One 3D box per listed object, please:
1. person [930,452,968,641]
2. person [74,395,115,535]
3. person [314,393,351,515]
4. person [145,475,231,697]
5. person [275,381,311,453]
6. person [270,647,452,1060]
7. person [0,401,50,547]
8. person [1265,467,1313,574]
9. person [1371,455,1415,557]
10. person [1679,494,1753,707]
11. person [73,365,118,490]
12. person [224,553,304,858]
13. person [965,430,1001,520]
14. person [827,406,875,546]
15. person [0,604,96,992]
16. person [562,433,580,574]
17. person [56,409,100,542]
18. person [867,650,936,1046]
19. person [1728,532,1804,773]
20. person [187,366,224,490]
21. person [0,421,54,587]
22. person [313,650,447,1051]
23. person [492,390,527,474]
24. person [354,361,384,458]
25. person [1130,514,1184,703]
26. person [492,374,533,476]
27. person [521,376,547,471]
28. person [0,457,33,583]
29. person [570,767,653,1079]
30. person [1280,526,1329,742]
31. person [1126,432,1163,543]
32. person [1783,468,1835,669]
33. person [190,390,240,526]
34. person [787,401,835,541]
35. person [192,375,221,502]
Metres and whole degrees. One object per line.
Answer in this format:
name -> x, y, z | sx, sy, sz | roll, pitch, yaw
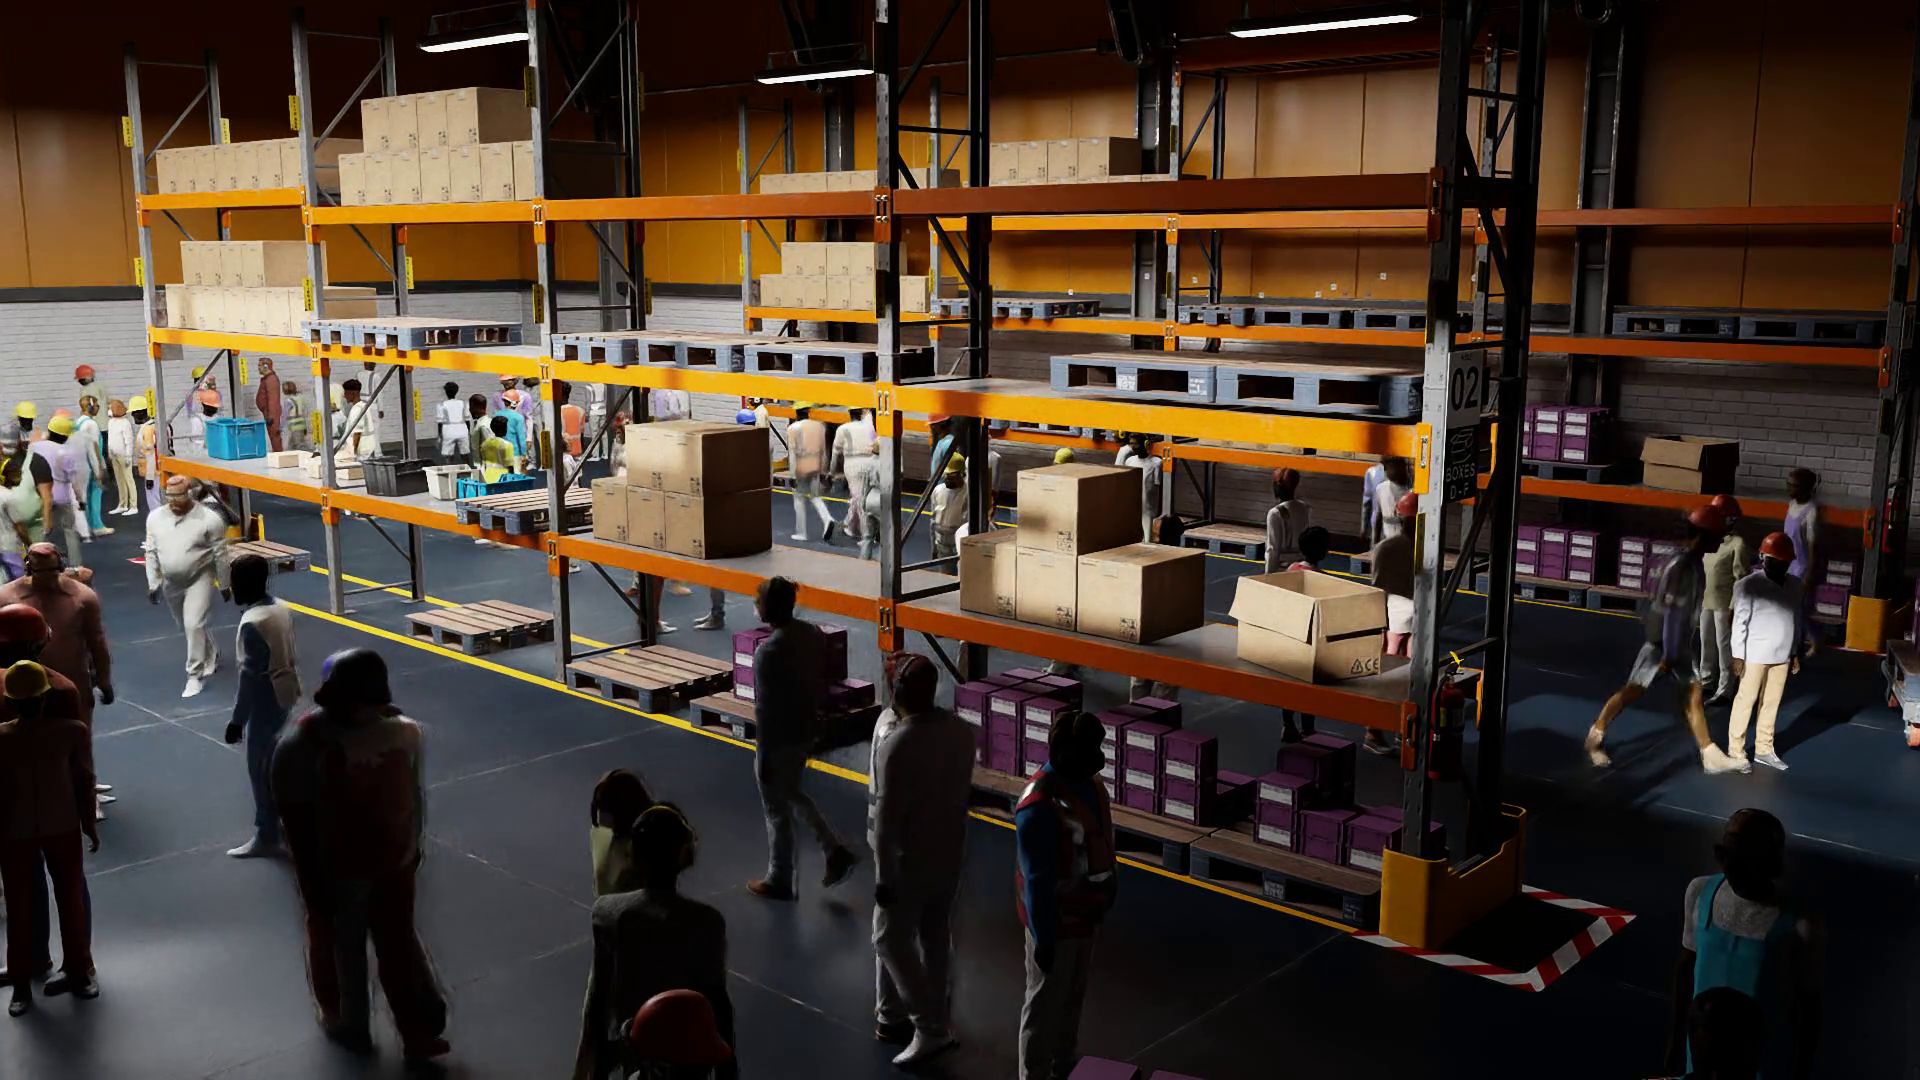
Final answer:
person -> -0.041, 0.061, 15.978 | 0.586, 1.824, 0.404 | 6, 12, 29
person -> -11.383, -0.978, 21.799 | 0.503, 1.839, 0.344 | 8, 13, 40
person -> -8.824, -1.207, 23.366 | 0.487, 1.740, 0.313 | -7, 12, -36
person -> -6.608, 0.342, 14.308 | 0.638, 1.871, 0.939 | 0, 10, 1
person -> -10.843, -1.787, 27.064 | 0.845, 1.586, 0.513 | -1, 10, -7
person -> -2.774, 1.414, 7.694 | 0.991, 2.000, 0.704 | 10, 14, 43
person -> -11.422, -0.757, 20.373 | 0.632, 1.906, 0.599 | -7, 12, -33
person -> 2.807, 0.303, 14.420 | 0.355, 1.884, 0.575 | 9, 13, 41
person -> 4.292, 0.066, 15.986 | 0.643, 1.810, 0.427 | 8, 13, 37
person -> 6.250, 0.491, 13.727 | 0.326, 1.752, 0.559 | -2, 10, -10
person -> -13.419, -1.761, 25.922 | 0.393, 1.956, 0.875 | 0, 10, 2
person -> -4.322, 1.021, 10.285 | 0.474, 1.912, 0.618 | -2, 10, -12
person -> 0.228, -0.453, 19.063 | 0.331, 1.750, 0.573 | 8, 13, 39
person -> -1.305, -0.879, 21.154 | 0.600, 1.868, 0.988 | -6, 12, -29
person -> -4.712, 1.300, 8.462 | 0.611, 1.997, 0.375 | 3, 11, 18
person -> -4.562, -0.428, 19.246 | 0.305, 1.640, 0.522 | -3, 11, -18
person -> -11.408, -0.834, 21.366 | 0.896, 1.702, 0.576 | 9, 13, 40
person -> -0.273, 1.449, 7.940 | 0.337, 1.882, 0.585 | 0, 10, -1
person -> 5.814, 0.804, 11.956 | 0.572, 1.749, 0.341 | -3, 10, -16
person -> -11.716, -1.731, 25.825 | 0.395, 1.920, 0.588 | 6, 12, 31
person -> -9.819, -0.298, 17.373 | 0.701, 2.000, 0.967 | -3, 11, -18
person -> -2.708, 1.468, 7.716 | 0.620, 1.924, 0.640 | 8, 13, 37
person -> -6.413, -1.283, 23.798 | 0.578, 1.737, 0.355 | 5, 11, 28
person -> -10.362, -2.315, 29.217 | 0.574, 1.886, 0.358 | 5, 11, 24
person -> 1.484, 0.717, 12.253 | 0.429, 1.830, 0.630 | -10, 14, -43
person -> -6.527, -1.510, 24.222 | 0.614, 2.043, 0.373 | 1, 10, 8
person -> -7.206, -2.027, 28.039 | 0.491, 1.732, 0.321 | 3, 11, 19
person -> -8.951, 0.110, 15.708 | 0.612, 1.825, 0.374 | 8, 13, 39
person -> -1.462, 1.757, 7.011 | 0.526, 1.597, 0.761 | 8, 13, 40
person -> 2.618, 0.733, 12.519 | 0.320, 1.695, 0.537 | -4, 11, -21
person -> 1.939, -0.271, 17.761 | 0.519, 1.856, 0.351 | 10, 14, 44
person -> 7.531, 0.260, 14.810 | 0.502, 1.831, 0.548 | 1, 10, 6
person -> -10.095, -1.086, 22.290 | 0.819, 1.890, 0.617 | 2, 10, 12
person -> -1.913, -0.898, 21.177 | 0.584, 1.905, 0.687 | -8, 13, -39
person -> -11.083, -1.494, 24.565 | 0.400, 1.893, 0.657 | -4, 11, -20
